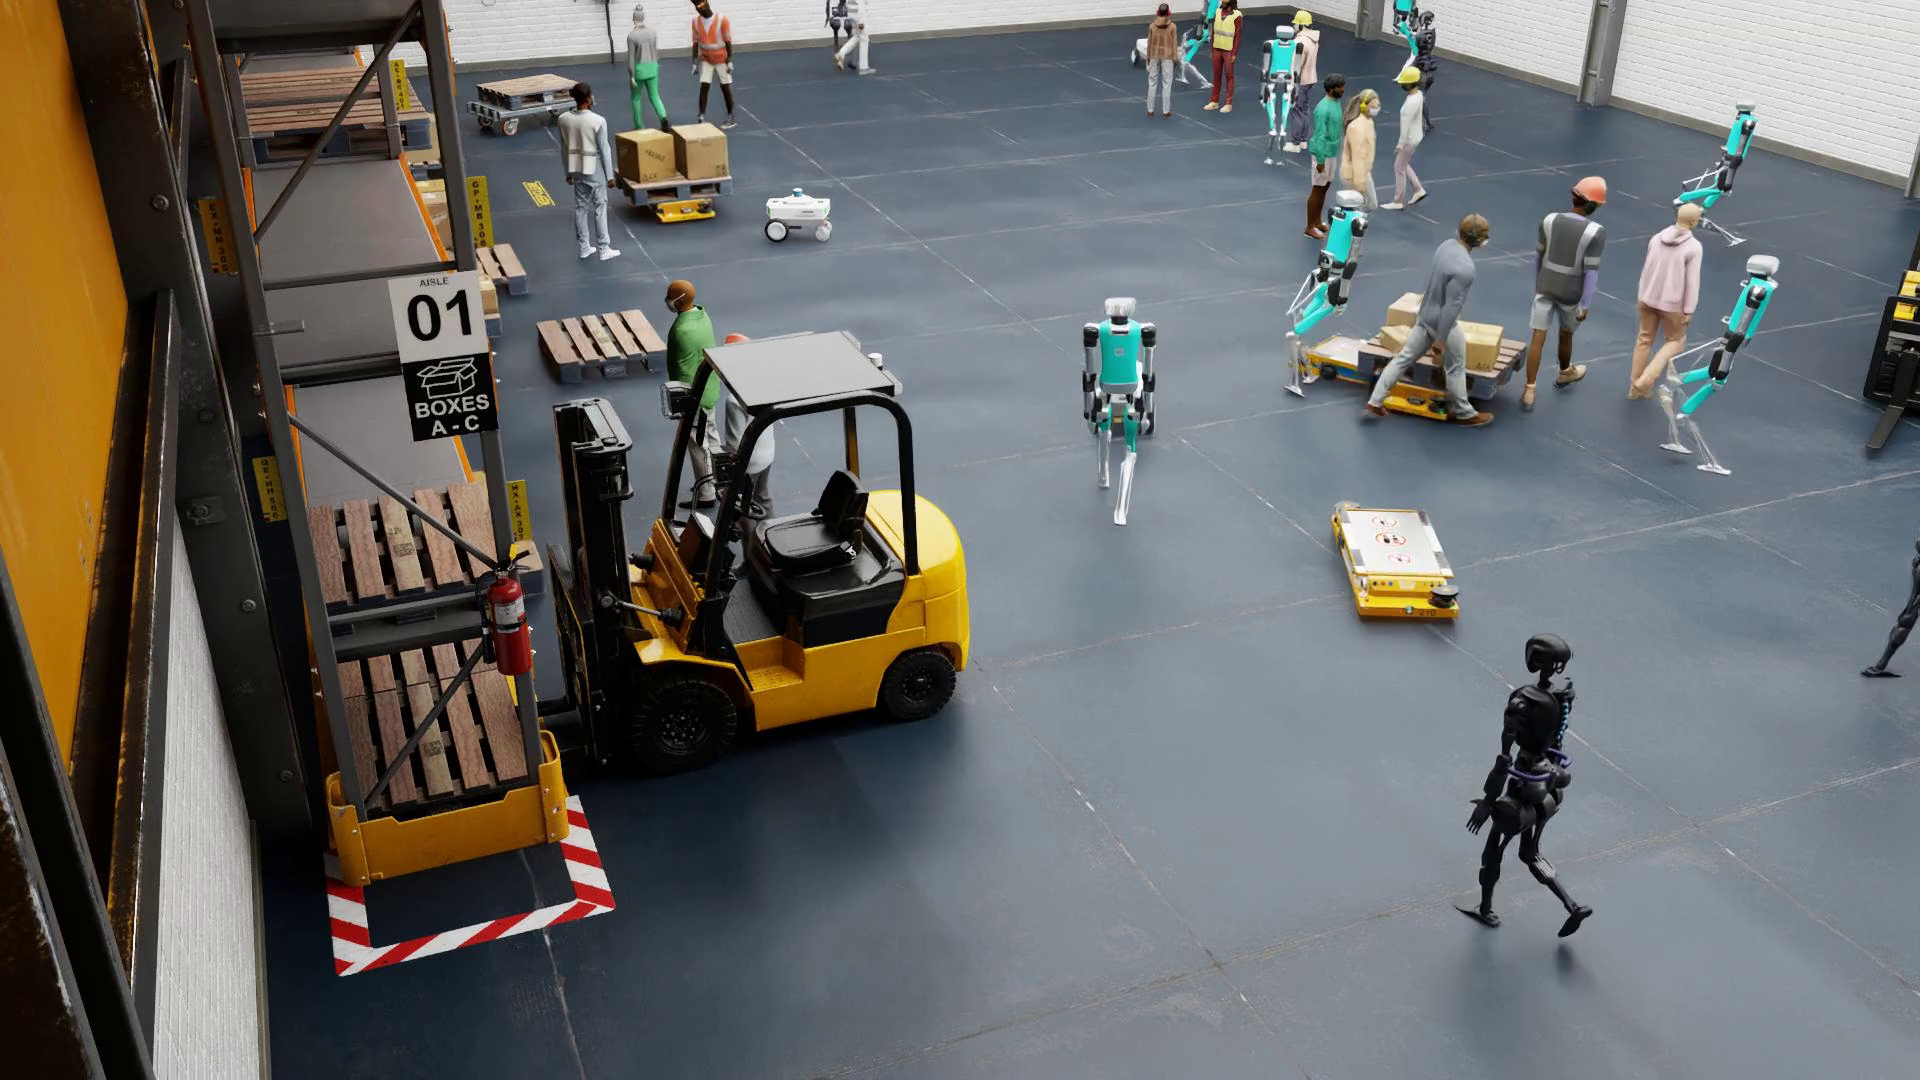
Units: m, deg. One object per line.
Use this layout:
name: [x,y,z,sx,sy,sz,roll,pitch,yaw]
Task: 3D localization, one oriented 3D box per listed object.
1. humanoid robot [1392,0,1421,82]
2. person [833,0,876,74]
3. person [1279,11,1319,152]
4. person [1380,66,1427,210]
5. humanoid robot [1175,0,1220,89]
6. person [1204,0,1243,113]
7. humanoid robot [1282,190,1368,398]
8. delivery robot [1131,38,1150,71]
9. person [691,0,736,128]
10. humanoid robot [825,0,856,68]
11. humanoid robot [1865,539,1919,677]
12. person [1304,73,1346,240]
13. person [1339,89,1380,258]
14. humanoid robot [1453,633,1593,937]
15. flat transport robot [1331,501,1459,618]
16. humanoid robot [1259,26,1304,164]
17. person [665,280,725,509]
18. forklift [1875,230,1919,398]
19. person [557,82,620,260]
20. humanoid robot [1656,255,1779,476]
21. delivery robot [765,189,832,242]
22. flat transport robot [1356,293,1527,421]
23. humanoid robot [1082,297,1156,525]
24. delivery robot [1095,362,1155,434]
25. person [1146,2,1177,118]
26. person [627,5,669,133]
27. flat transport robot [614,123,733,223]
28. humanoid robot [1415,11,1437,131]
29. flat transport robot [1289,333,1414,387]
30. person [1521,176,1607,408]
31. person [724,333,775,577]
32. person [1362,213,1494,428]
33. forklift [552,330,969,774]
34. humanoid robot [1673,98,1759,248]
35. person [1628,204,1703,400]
humanoid robot: [7.339,-8.324,26.923,0.852,1.775,0.541,-14,30,-26]
person: [-1.732,-8.584,27.285,0.619,1.862,0.587,-13,30,-24]
person: [4.639,-6.222,22.601,0.431,1.859,0.788,13,29,23]
person: [5.348,-4.783,19.854,0.444,1.744,0.558,11,29,20]
humanoid robot: [3.687,-8.033,26.328,0.960,1.743,0.541,15,30,27]
person: [3.961,-7.304,24.847,0.468,1.769,0.378,21,34,36]
humanoid robot: [3.085,-2.161,14.662,0.879,1.777,0.587,-8,28,-15]
delivery robot: [3.224,-8.233,28.066,0.499,0.614,0.808,-5,27,-10]
person: [-3.557,-6.842,23.777,0.615,1.922,0.606,6,27,13]
humanoid robot: [-1.982,-8.743,27.822,0.610,1.641,0.483,1,27,2]
humanoid robot: [6.093,0.145,10.160,0.713,1.634,0.612,1,27,1]
person: [4.147,-4.376,18.933,0.385,1.848,0.505,15,30,27]
person: [4.364,-3.992,18.169,0.457,1.859,0.556,14,30,26]
humanoid robot: [2.786,1.228,7.999,0.587,1.637,0.621,-20,33,-35]
flat transport robot: [3.048,0.128,11.733,0.659,0.231,1.431,2,27,3]
humanoid robot: [4.224,-5.783,21.877,0.536,1.827,0.669,1,27,1]
person: [-1.994,-1.097,12.499,0.389,1.778,0.545,4,27,7]
forklift: [9.029,-2.397,14.618,1.214,2.155,2.313,18,32,32]
person: [-4.068,-4.007,18.131,0.600,1.913,0.393,10,28,19]
humanoid robot: [5.887,-1.421,13.187,0.821,1.768,0.551,14,30,26]
delivery robot: [-1.867,-3.720,19.085,0.813,0.609,0.499,1,27,1]
flat transport robot: [4.264,-1.421,14.813,0.659,0.231,1.431,16,31,29]
humanoid robot: [1.180,-1.078,12.519,0.545,1.768,0.956,2,27,4]
delivery robot: [1.400,-1.239,14.141,0.499,0.602,0.801,1,27,3]
person: [2.965,-7.069,24.516,0.462,1.648,0.327,8,28,16]
person: [-4.425,-6.613,23.417,0.515,1.819,0.750,-17,31,-30]
flat transport robot: [-3.484,-4.146,20.235,0.659,0.231,1.431,-11,29,-21]
humanoid robot: [6.645,-6.703,23.748,0.377,1.641,0.594,-1,27,-1]
flat transport robot: [3.784,-1.569,15.108,1.431,0.231,0.659,20,33,34]
person: [5.256,-2.178,14.403,0.615,1.975,0.977,20,33,34]
person: [-1.473,-0.589,11.524,0.351,1.737,0.571,9,28,17]
person: [3.955,-1.802,13.813,1.061,1.878,0.670,-3,27,-5]
forklift: [-1.094,0.010,9.831,2.313,2.155,1.214,-10,28,-20]
humanoid robot: [8.270,-3.988,18.282,1.020,1.727,0.541,7,28,14]
person: [6.065,-2.021,14.335,0.441,1.763,0.571,-17,31,-30]
